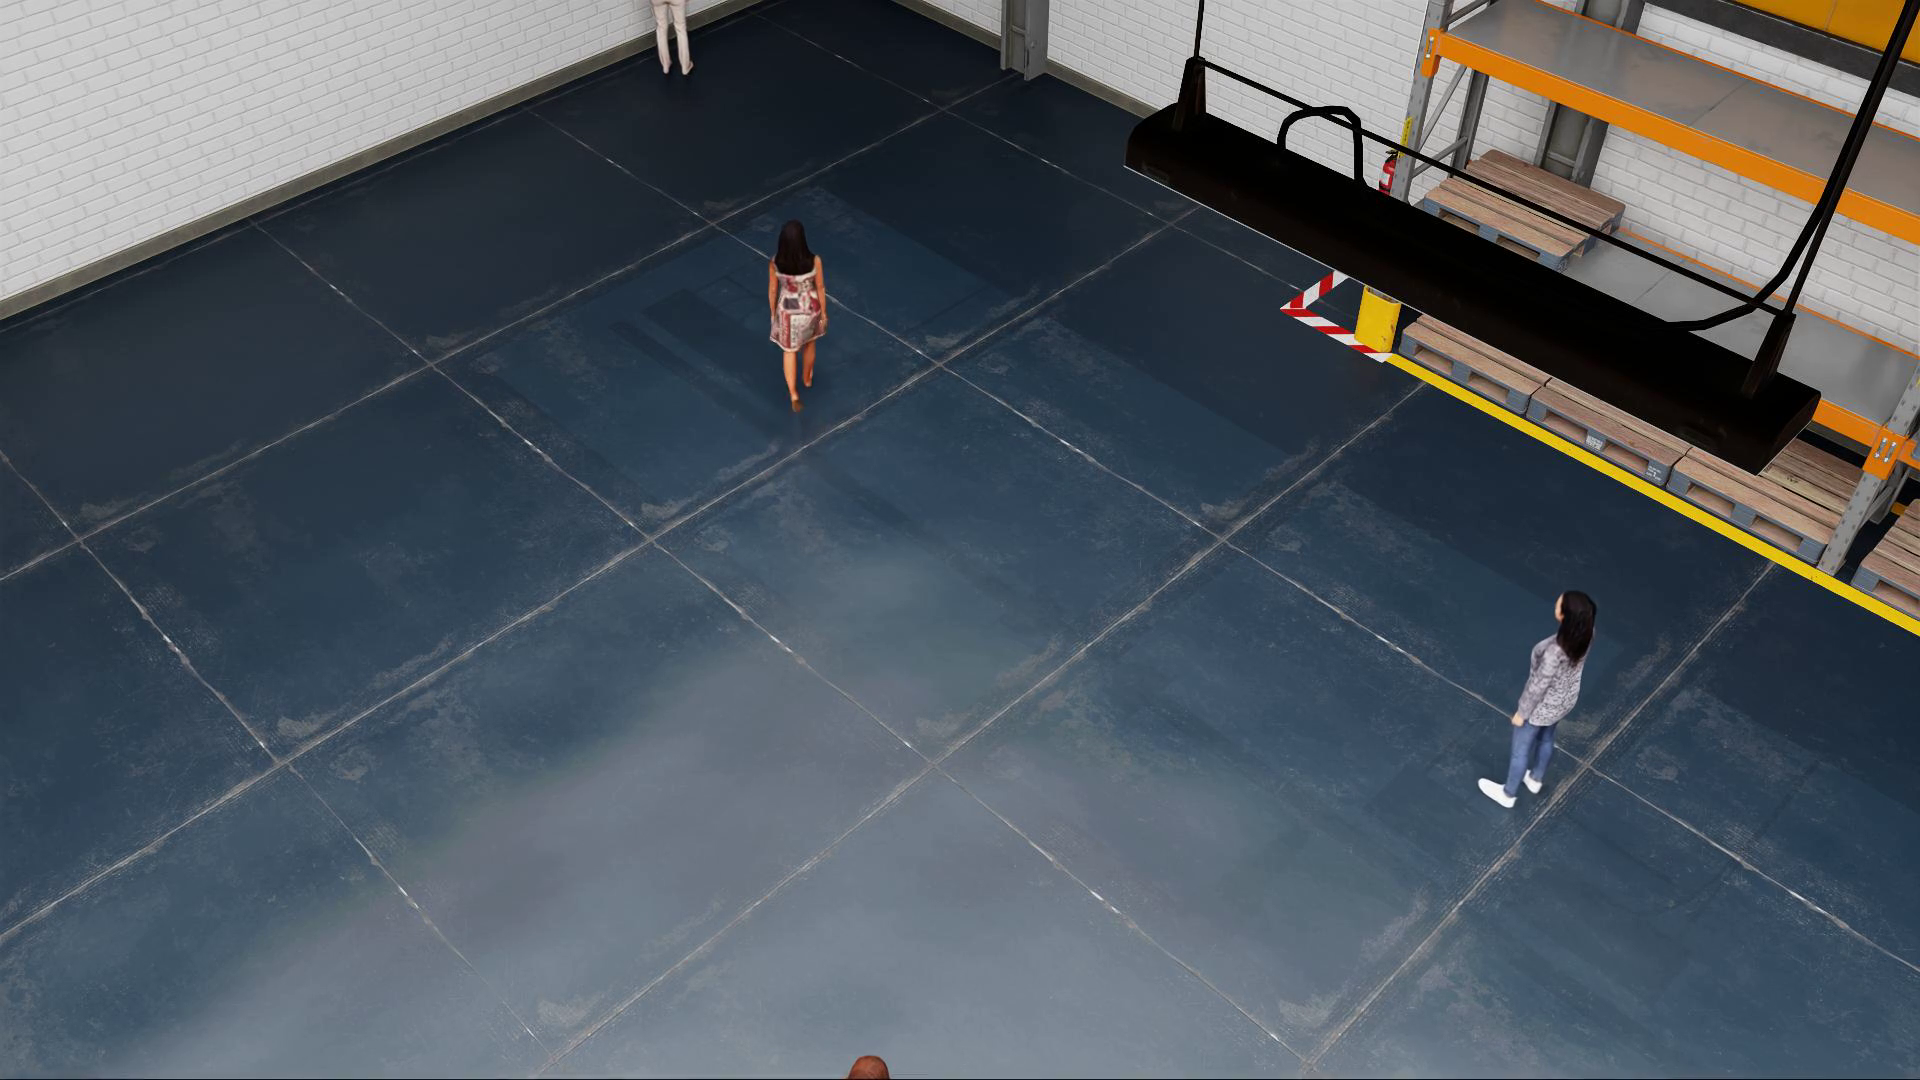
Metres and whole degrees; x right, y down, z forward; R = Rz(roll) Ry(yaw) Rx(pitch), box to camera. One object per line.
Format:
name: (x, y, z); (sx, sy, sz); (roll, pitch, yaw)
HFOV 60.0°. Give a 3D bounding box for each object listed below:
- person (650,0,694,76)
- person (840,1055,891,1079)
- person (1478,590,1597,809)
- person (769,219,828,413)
person: (-2.989, -5.588, 16.942); (0.661, 1.724, 0.721); (0, 44, 0)
person: (-0.412, 2.939, 8.001); (0.614, 1.713, 0.730); (16, 46, 16)
person: (3.557, 0.969, 10.055); (0.643, 1.731, 0.573); (-28, 50, -26)
person: (-1.262, -1.733, 12.966); (0.984, 1.627, 1.067); (-2, 44, -2)
